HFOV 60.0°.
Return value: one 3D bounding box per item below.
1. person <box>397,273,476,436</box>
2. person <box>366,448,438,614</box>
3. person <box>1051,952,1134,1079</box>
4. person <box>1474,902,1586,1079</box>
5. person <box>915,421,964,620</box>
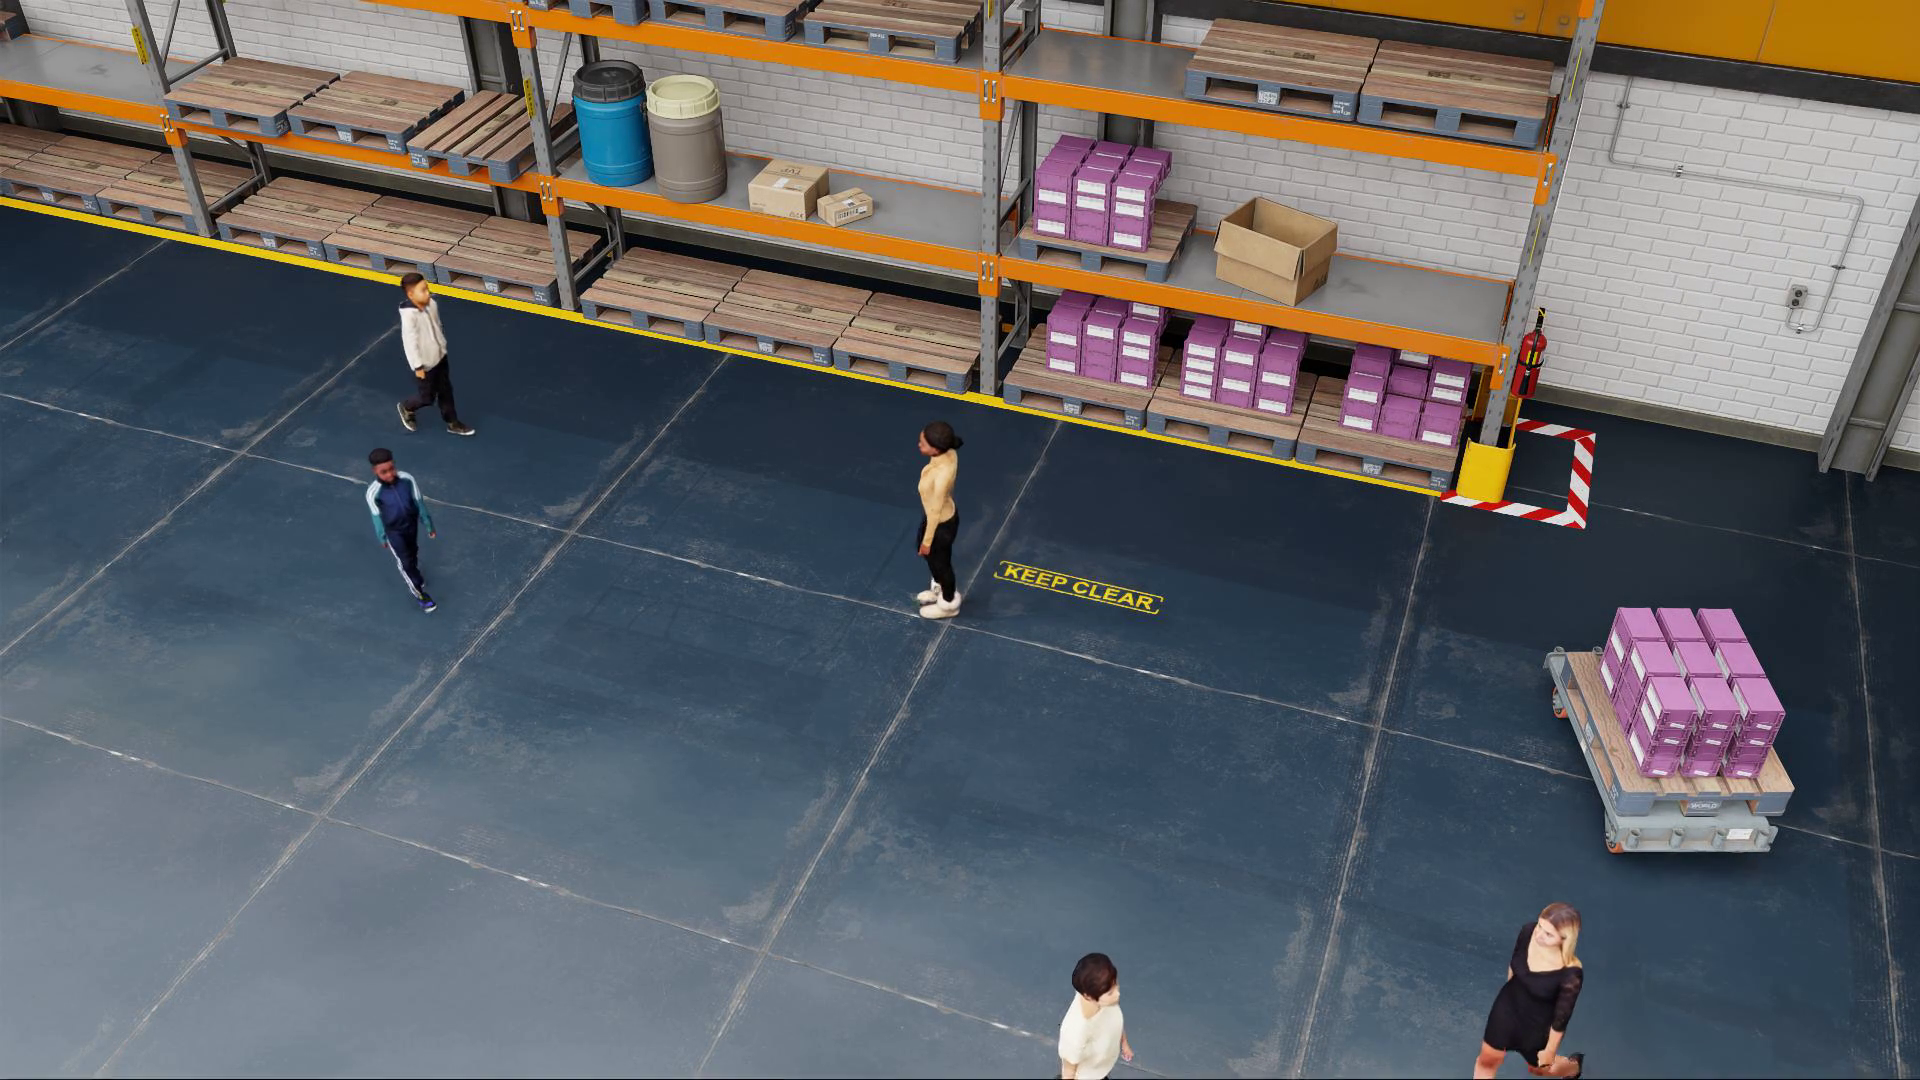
[{"bbox_3d":[-4.228,-1.434,13.023,0.820,1.441,0.604,11,40,13],"label":"person"},{"bbox_3d":[-3.912,-0.141,11.573,0.736,1.231,0.917,-31,48,-33],"label":"person"},{"bbox_3d":[0.566,2.494,8.017,1.006,1.551,0.652,16,41,19],"label":"person"},{"bbox_3d":[2.856,2.328,8.140,1.041,1.657,0.991,-17,42,-20],"label":"person"},{"bbox_3d":[-0.061,-0.125,11.213,0.661,1.655,0.692,2,39,3],"label":"person"}]
